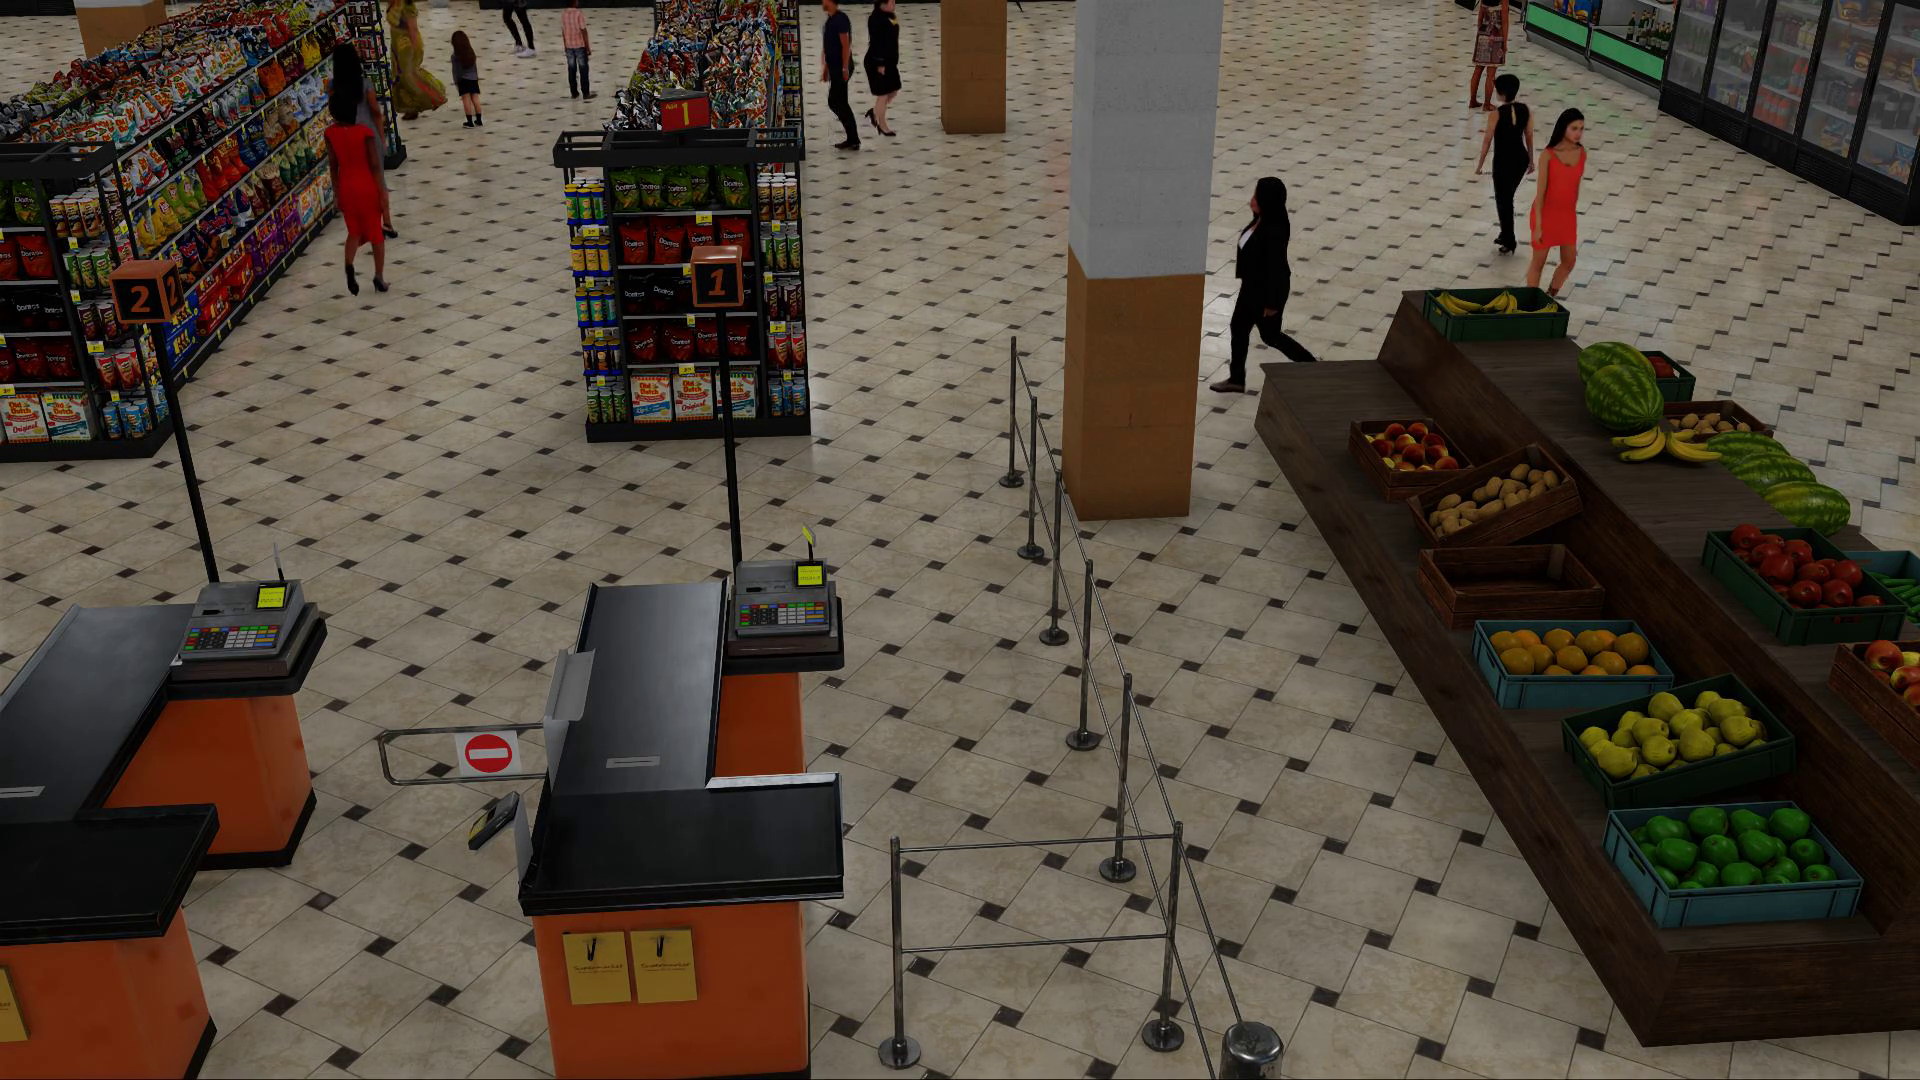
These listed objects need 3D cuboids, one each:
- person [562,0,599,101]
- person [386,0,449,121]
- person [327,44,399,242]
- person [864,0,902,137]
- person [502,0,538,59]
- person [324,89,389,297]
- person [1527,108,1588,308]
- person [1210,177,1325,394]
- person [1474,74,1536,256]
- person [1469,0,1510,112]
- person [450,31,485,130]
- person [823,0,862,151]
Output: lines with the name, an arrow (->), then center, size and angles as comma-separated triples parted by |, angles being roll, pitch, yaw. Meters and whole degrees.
person -> -4.812, -6.184, 20.782 | 0.573, 1.308, 0.583 | 7, 28, 14
person -> -6.473, -5.818, 19.685 | 1.087, 1.649, 1.138 | 23, 35, 37
person -> -5.478, -3.624, 15.212 | 0.582, 1.781, 0.519 | -3, 27, -5
person -> -0.951, -5.396, 18.848 | 0.910, 1.653, 0.827 | 12, 29, 22
person -> -6.085, -7.579, 23.046 | 0.818, 1.749, 0.736 | -18, 32, -31
person -> -4.942, -2.789, 13.624 | 0.614, 1.728, 0.923 | 0, 27, 0
person -> 4.670, -2.581, 13.237 | 0.619, 1.706, 0.616 | -6, 28, -12
person -> 2.229, -1.759, 11.743 | 0.739, 1.593, 0.968 | -4, 27, -7
person -> 4.948, -3.319, 14.854 | 0.691, 1.562, 0.766 | -5, 27, -9
person -> 6.431, -6.063, 20.172 | 0.785, 1.644, 0.646 | -17, 31, -30
person -> -5.760, -5.383, 19.429 | 0.588, 1.103, 0.536 | 24, 36, 39
person -> -1.275, -5.139, 18.244 | 0.838, 1.740, 0.583 | -14, 30, -25
